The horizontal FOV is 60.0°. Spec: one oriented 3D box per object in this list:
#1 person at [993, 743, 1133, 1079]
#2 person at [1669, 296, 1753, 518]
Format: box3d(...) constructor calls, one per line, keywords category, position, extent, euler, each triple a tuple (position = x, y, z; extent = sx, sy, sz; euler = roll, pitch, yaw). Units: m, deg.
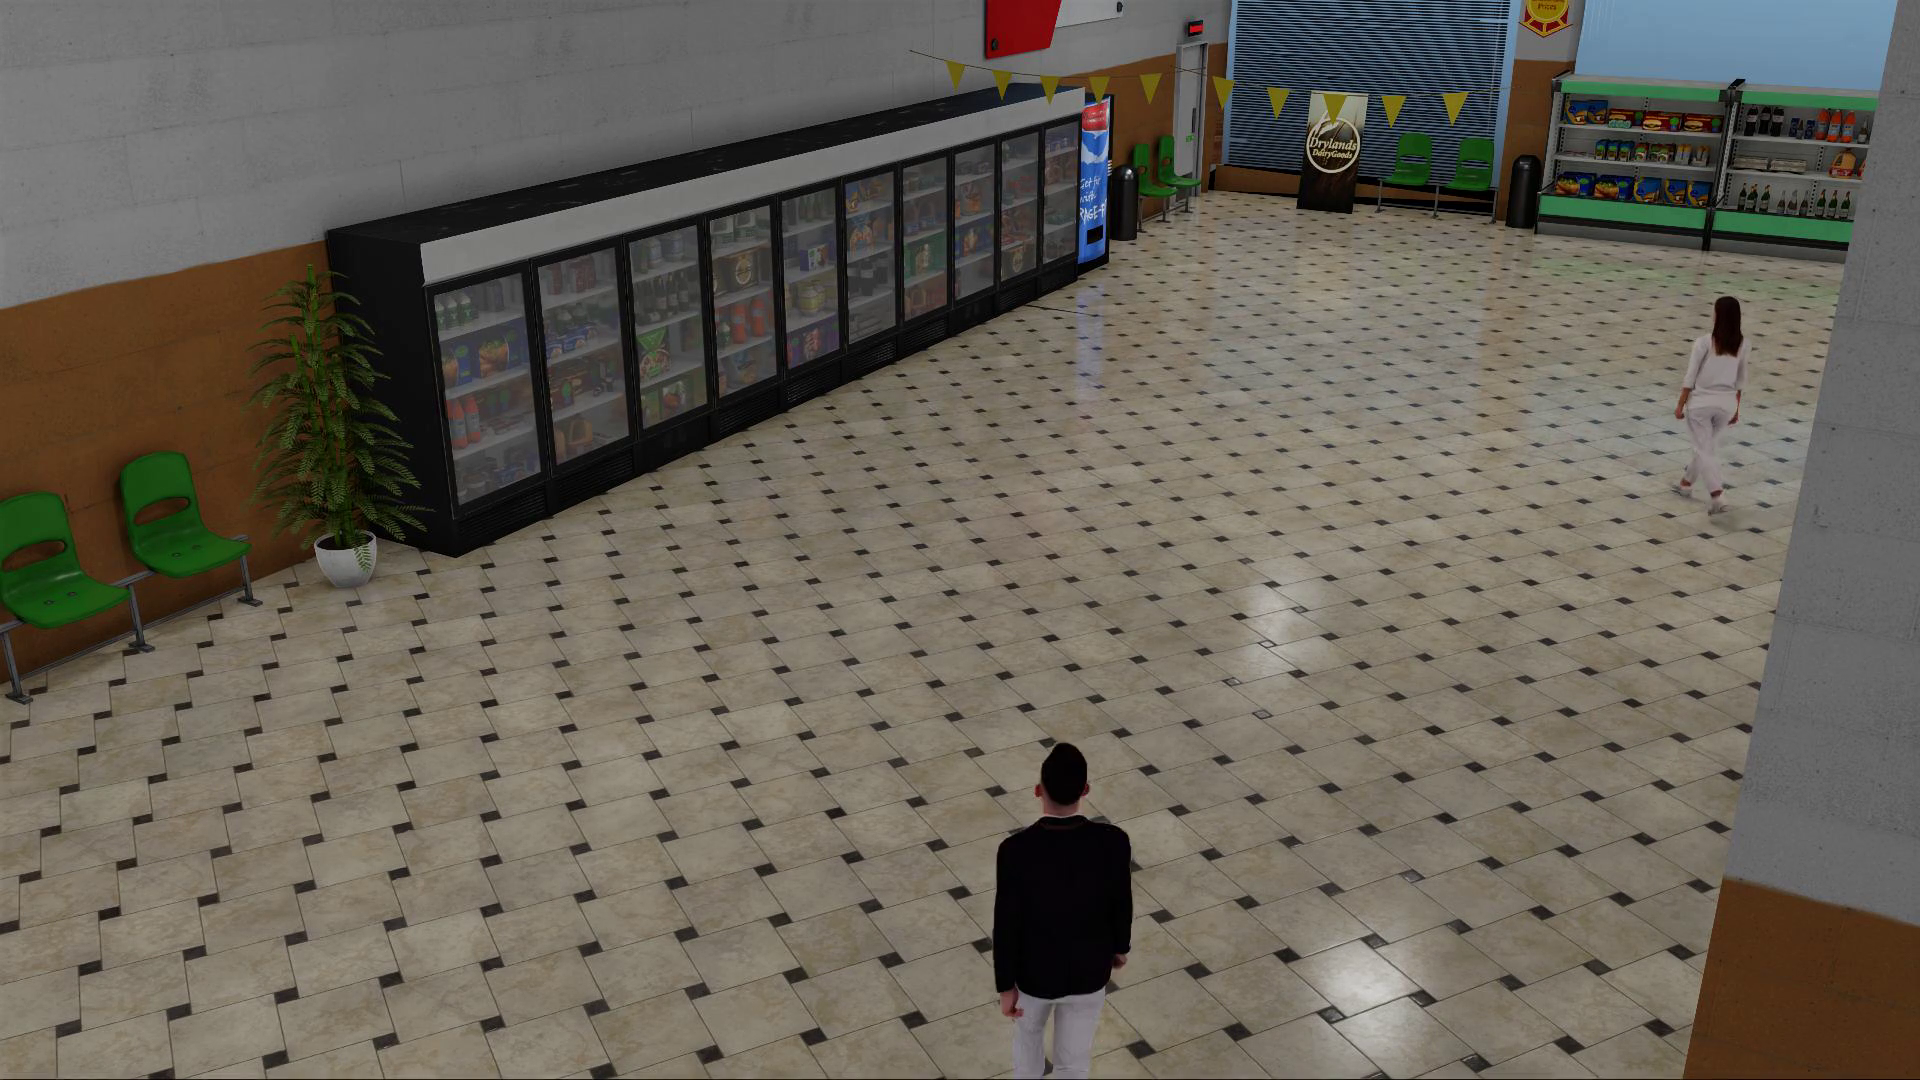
box3d(category="person", position=(0.375, 1.621, 5.946), extent=(0.963, 1.816, 0.972), euler=(0, 22, 0))
box3d(category="person", position=(5.762, -0.991, 12.663), extent=(1.116, 1.655, 1.065), euler=(-2, 22, -5))
